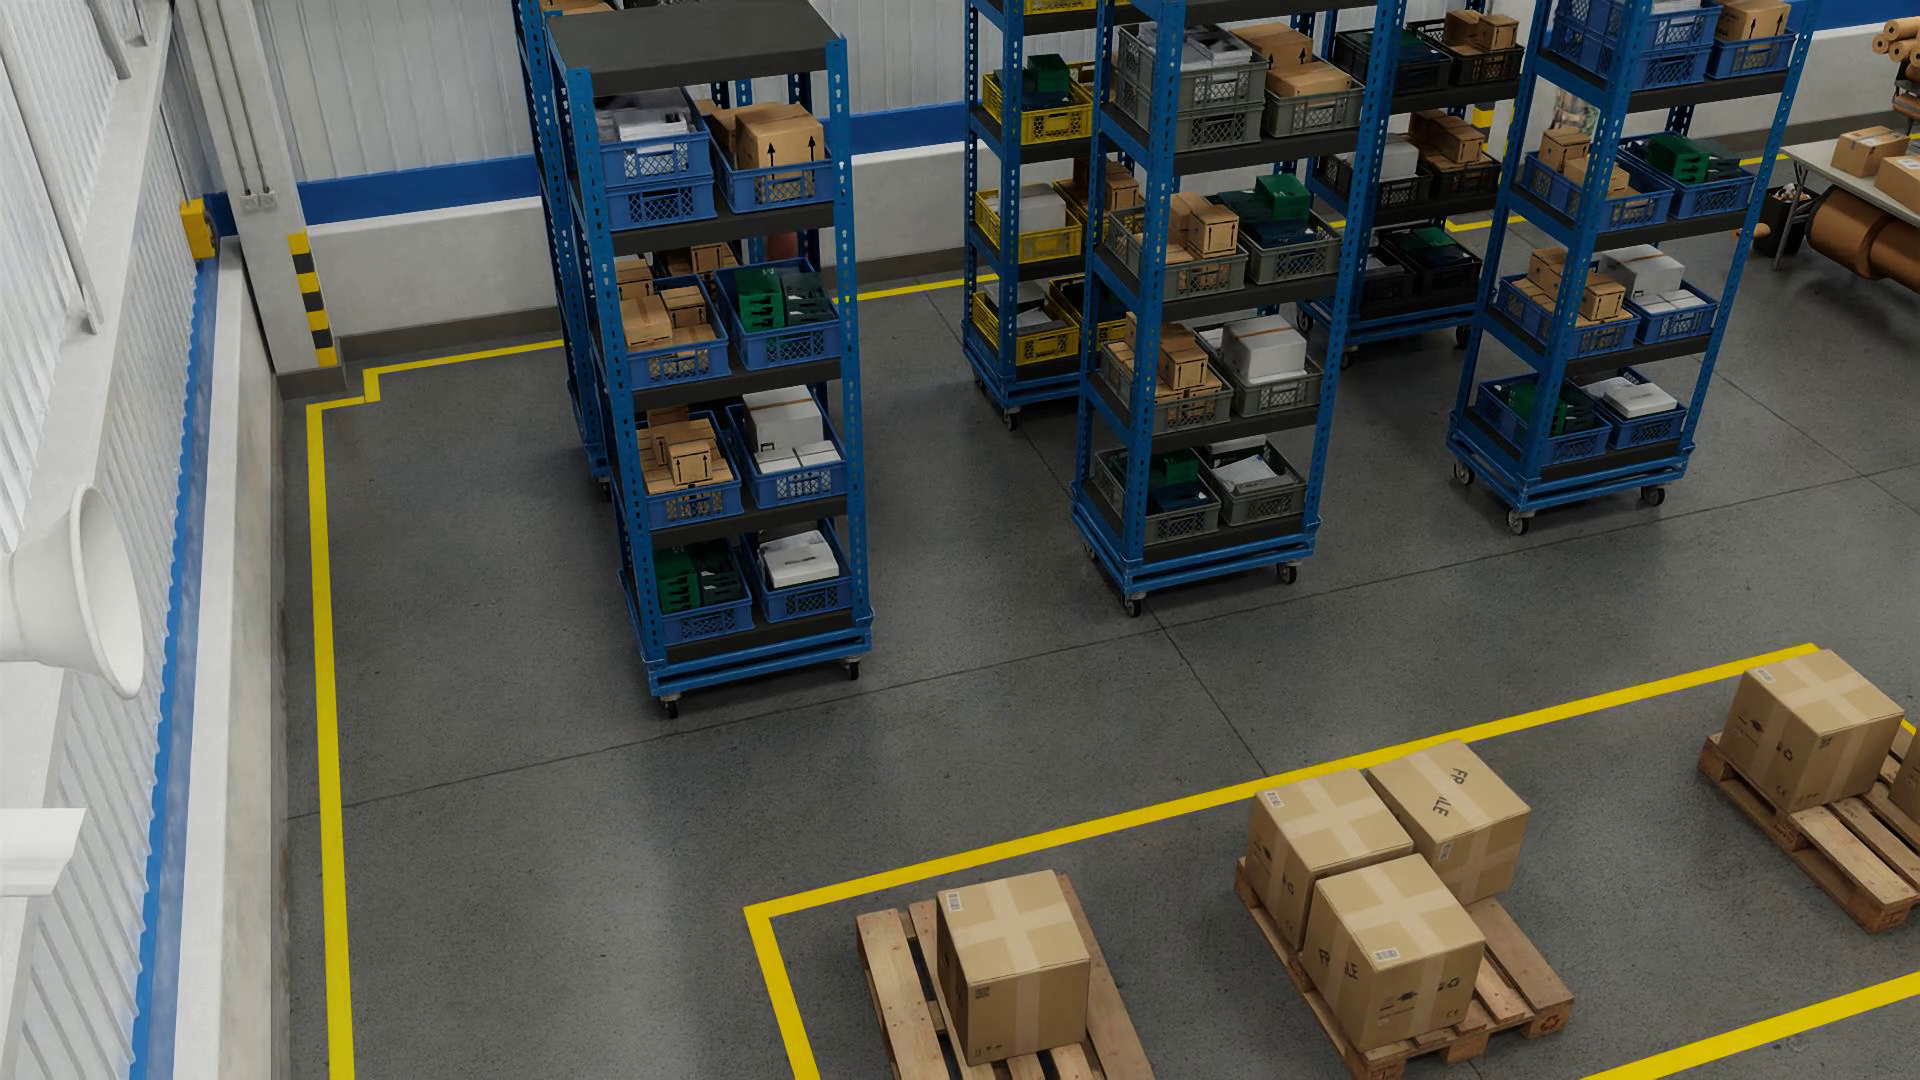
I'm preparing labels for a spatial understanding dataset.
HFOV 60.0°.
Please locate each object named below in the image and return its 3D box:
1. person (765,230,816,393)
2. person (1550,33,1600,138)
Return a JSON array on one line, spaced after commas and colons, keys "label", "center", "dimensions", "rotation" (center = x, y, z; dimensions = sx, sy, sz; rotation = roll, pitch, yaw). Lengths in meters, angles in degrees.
[{"label": "person", "center": [-1.129, -1.470, 10.662], "dimensions": [0.490, 1.962, 0.666], "rotation": [-11, 37, -15]}, {"label": "person", "center": [4.999, -3.347, 13.600], "dimensions": [0.315, 1.636, 0.514], "rotation": [-8, 36, -11]}]
